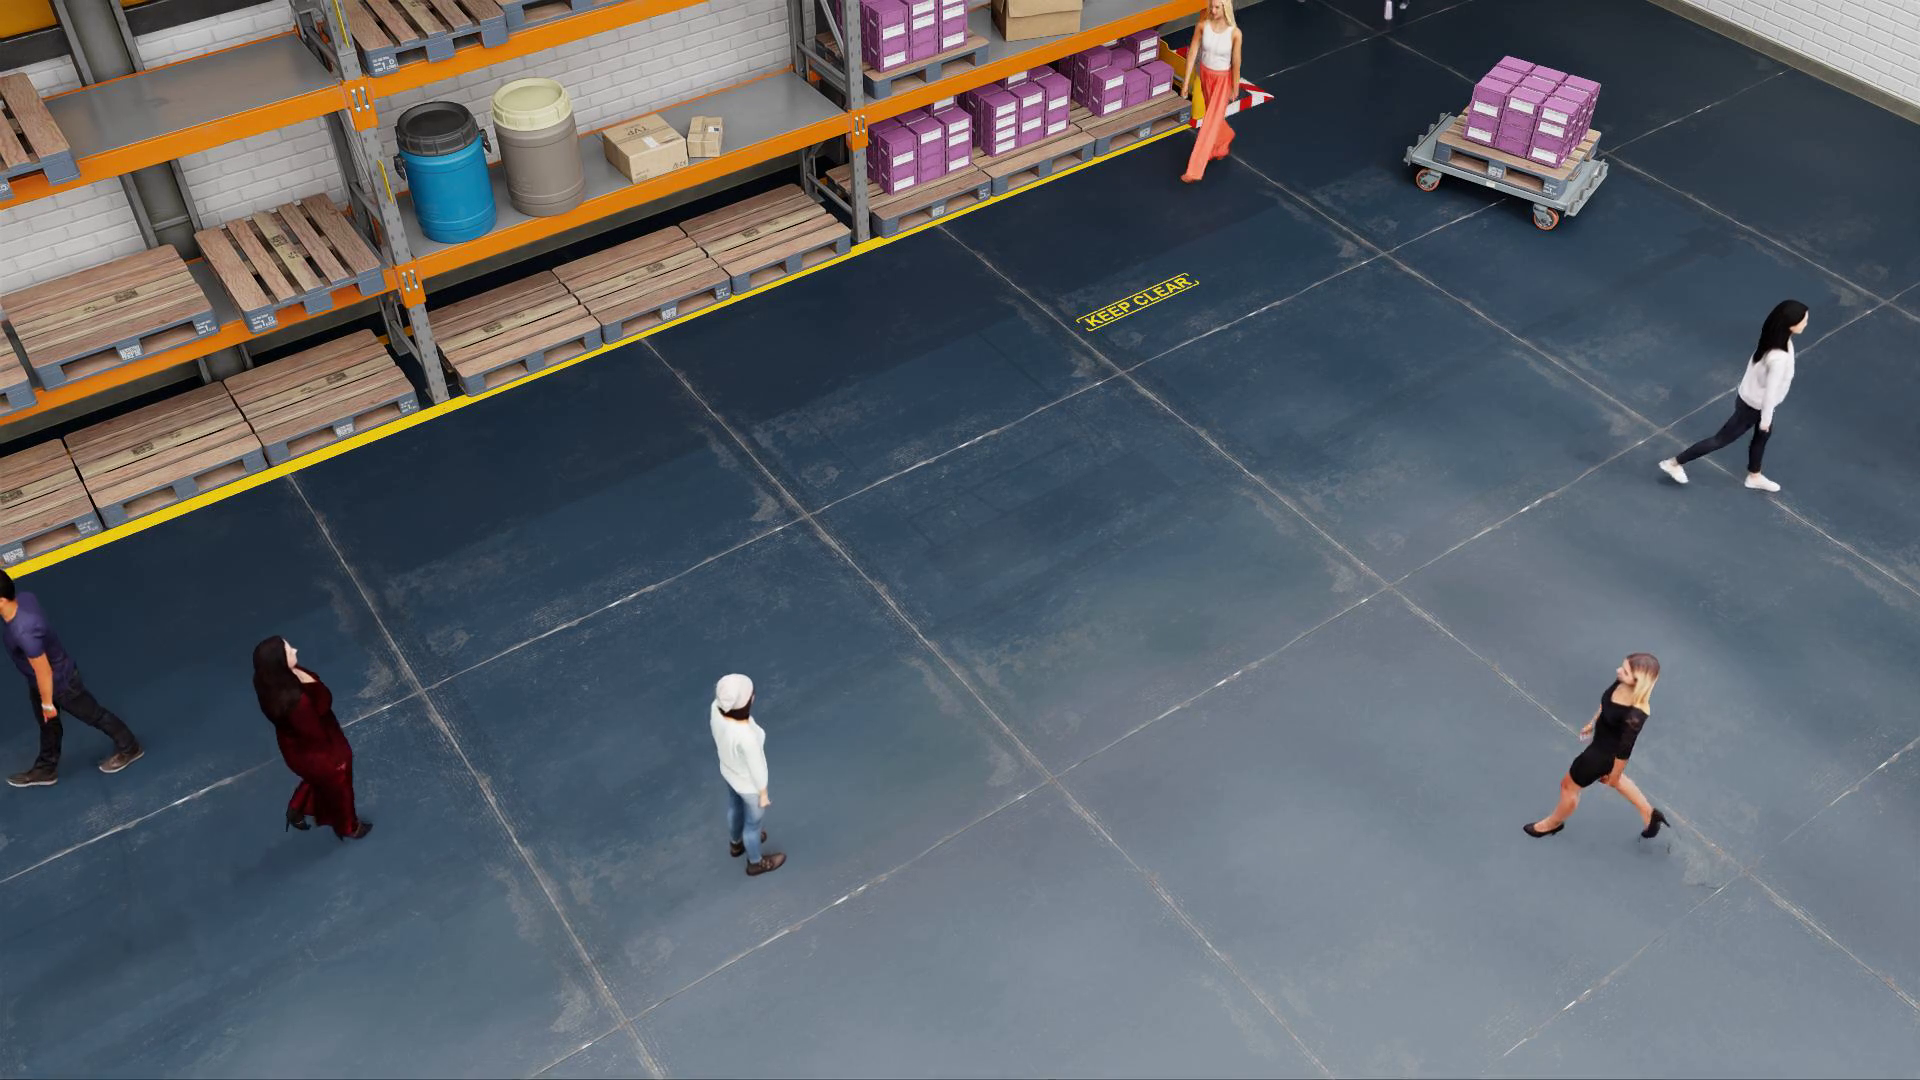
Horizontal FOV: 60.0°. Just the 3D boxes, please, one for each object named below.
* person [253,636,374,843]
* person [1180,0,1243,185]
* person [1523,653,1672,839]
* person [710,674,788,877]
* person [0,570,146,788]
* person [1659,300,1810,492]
[{"bbox_3d":[-3.810,1.224,9.588,0.746,1.748,0.669,-29,51,-27],"label":"person"},{"bbox_3d":[2.381,-4.217,15.306,0.930,1.740,1.353,24,49,23],"label":"person"},{"bbox_3d":[3.842,1.241,9.644,0.993,1.647,0.987,11,45,11],"label":"person"},{"bbox_3d":[-1.243,1.333,9.548,0.486,1.647,0.566,-29,51,-27],"label":"person"},{"bbox_3d":[-5.380,0.793,10.027,0.987,1.766,0.715,-29,51,-27],"label":"person"},{"bbox_3d":[5.640,-1.013,11.998,1.129,1.664,1.135,12,45,12],"label":"person"}]
